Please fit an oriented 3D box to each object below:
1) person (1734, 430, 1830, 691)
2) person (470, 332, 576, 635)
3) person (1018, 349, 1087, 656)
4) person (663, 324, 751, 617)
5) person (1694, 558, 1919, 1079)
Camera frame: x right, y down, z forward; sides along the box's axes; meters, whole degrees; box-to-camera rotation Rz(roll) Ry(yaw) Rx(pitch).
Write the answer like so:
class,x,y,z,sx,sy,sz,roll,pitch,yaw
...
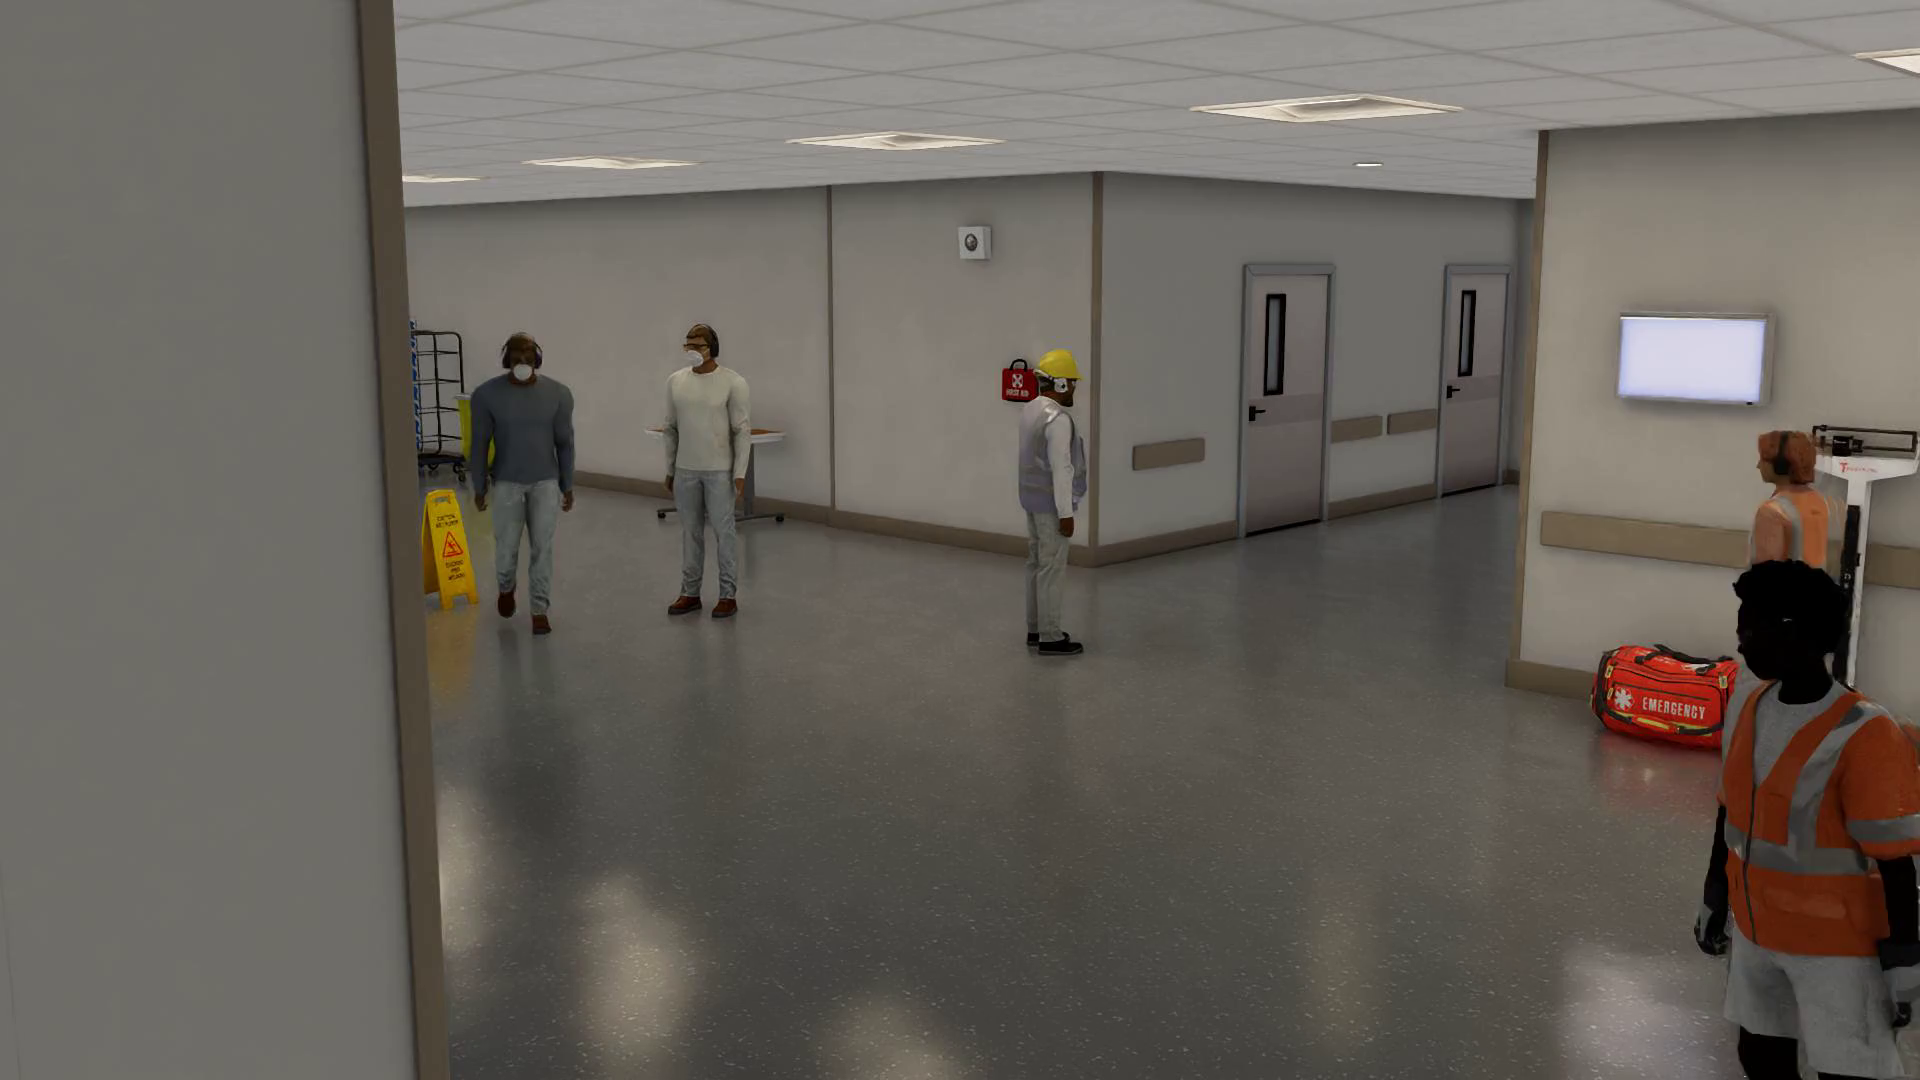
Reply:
class,x,y,z,sx,sy,sz,roll,pitch,yaw
person,3.516,0.349,7.028,0.527,1.626,0.397,-7,12,-38
person,-2.763,-0.361,10.536,0.640,1.916,0.596,-4,10,-21
person,0.554,-0.223,9.960,0.403,1.824,0.590,-3,10,-16
person,-1.682,-0.455,11.013,0.627,1.940,0.372,3,10,19
person,1.952,0.874,3.719,0.441,1.660,0.633,-2,10,-13
